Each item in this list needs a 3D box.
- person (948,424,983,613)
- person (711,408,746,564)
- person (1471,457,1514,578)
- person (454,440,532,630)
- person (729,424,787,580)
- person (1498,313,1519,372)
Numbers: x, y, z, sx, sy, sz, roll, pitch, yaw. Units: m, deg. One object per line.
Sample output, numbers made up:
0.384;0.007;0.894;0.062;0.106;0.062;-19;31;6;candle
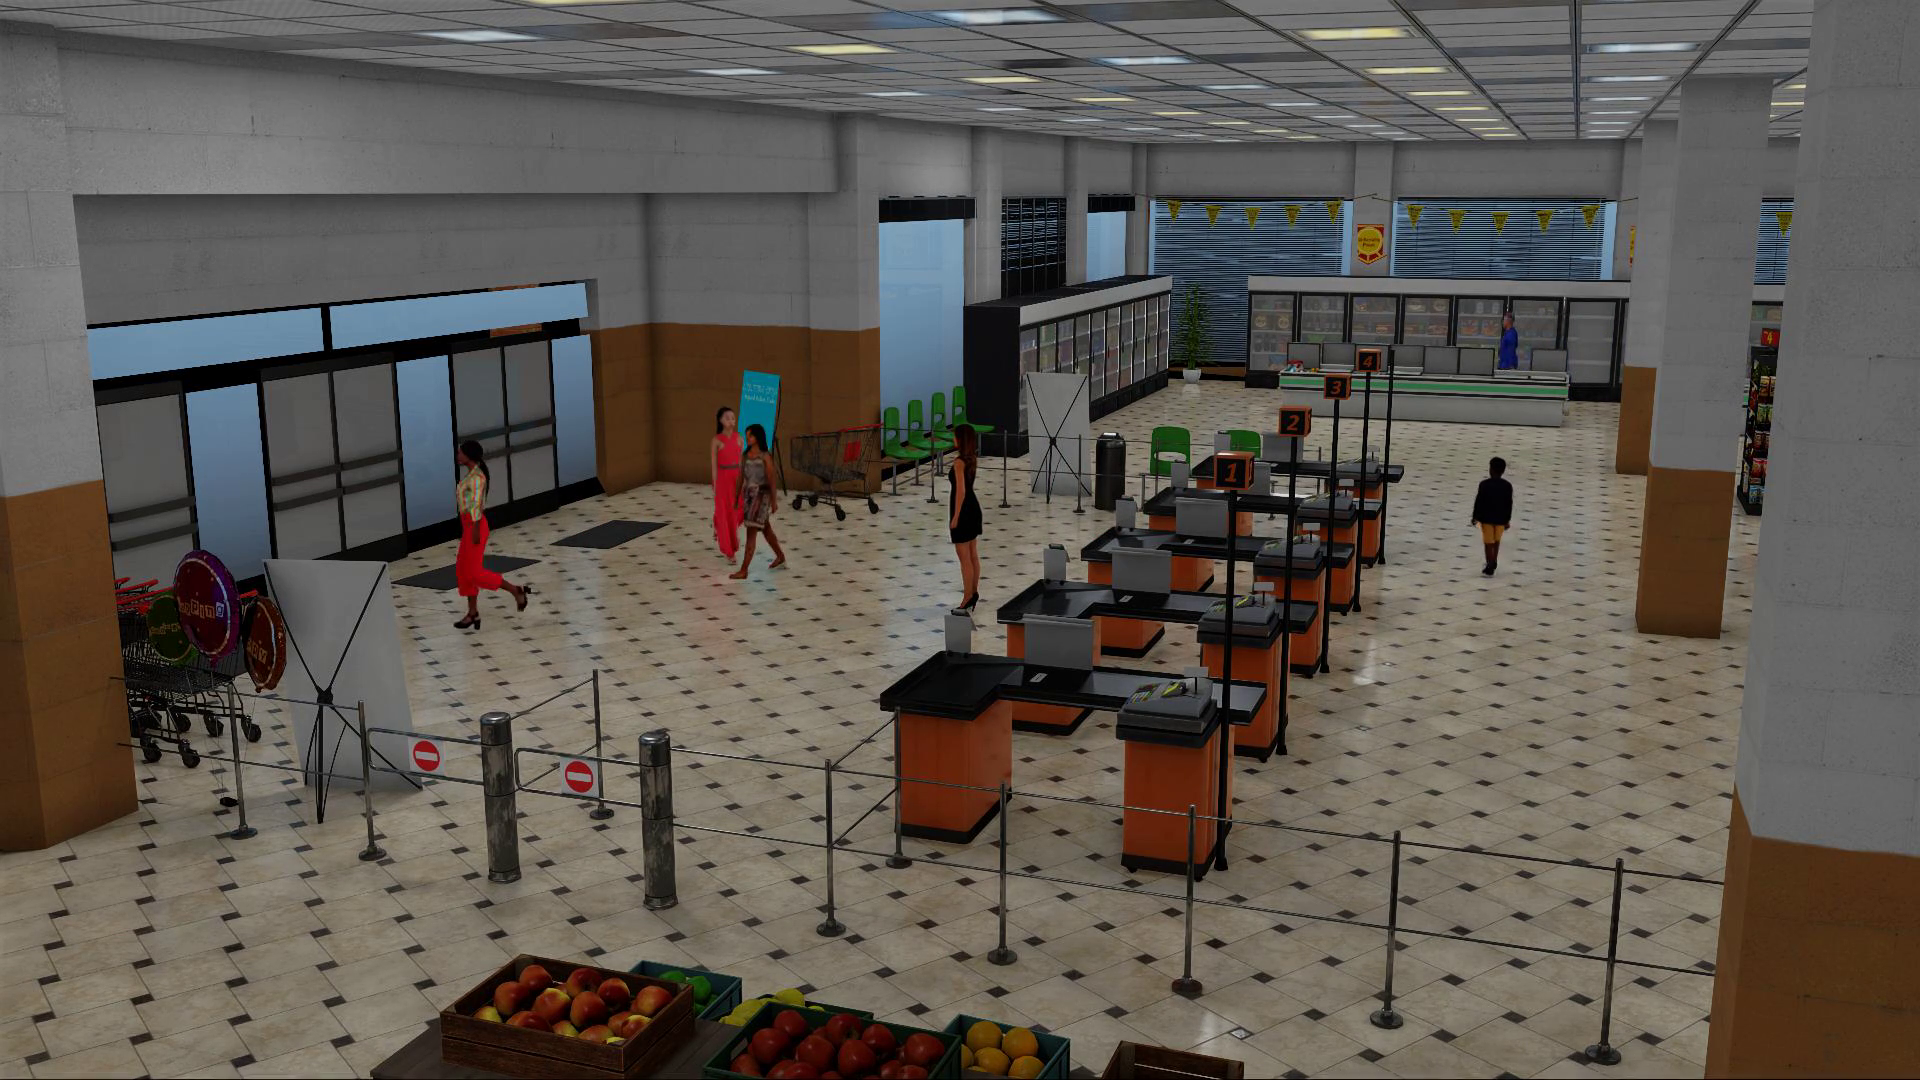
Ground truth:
0.049;-0.209;16.086;0.517;1.834;0.581;5;13;21;person
-2.597;-0.605;18.274;0.846;1.707;0.963;-8;15;-35;person
5.659;-0.230;17.588;0.657;1.257;0.700;-1;12;-4;person
-4.392;-0.032;15.385;1.023;1.776;0.923;-4;13;-18;person
-2.081;-0.406;17.598;1.138;1.597;0.921;9;15;36;person
10.153;-3.206;30.456;1.169;1.777;0.734;4;13;19;person
